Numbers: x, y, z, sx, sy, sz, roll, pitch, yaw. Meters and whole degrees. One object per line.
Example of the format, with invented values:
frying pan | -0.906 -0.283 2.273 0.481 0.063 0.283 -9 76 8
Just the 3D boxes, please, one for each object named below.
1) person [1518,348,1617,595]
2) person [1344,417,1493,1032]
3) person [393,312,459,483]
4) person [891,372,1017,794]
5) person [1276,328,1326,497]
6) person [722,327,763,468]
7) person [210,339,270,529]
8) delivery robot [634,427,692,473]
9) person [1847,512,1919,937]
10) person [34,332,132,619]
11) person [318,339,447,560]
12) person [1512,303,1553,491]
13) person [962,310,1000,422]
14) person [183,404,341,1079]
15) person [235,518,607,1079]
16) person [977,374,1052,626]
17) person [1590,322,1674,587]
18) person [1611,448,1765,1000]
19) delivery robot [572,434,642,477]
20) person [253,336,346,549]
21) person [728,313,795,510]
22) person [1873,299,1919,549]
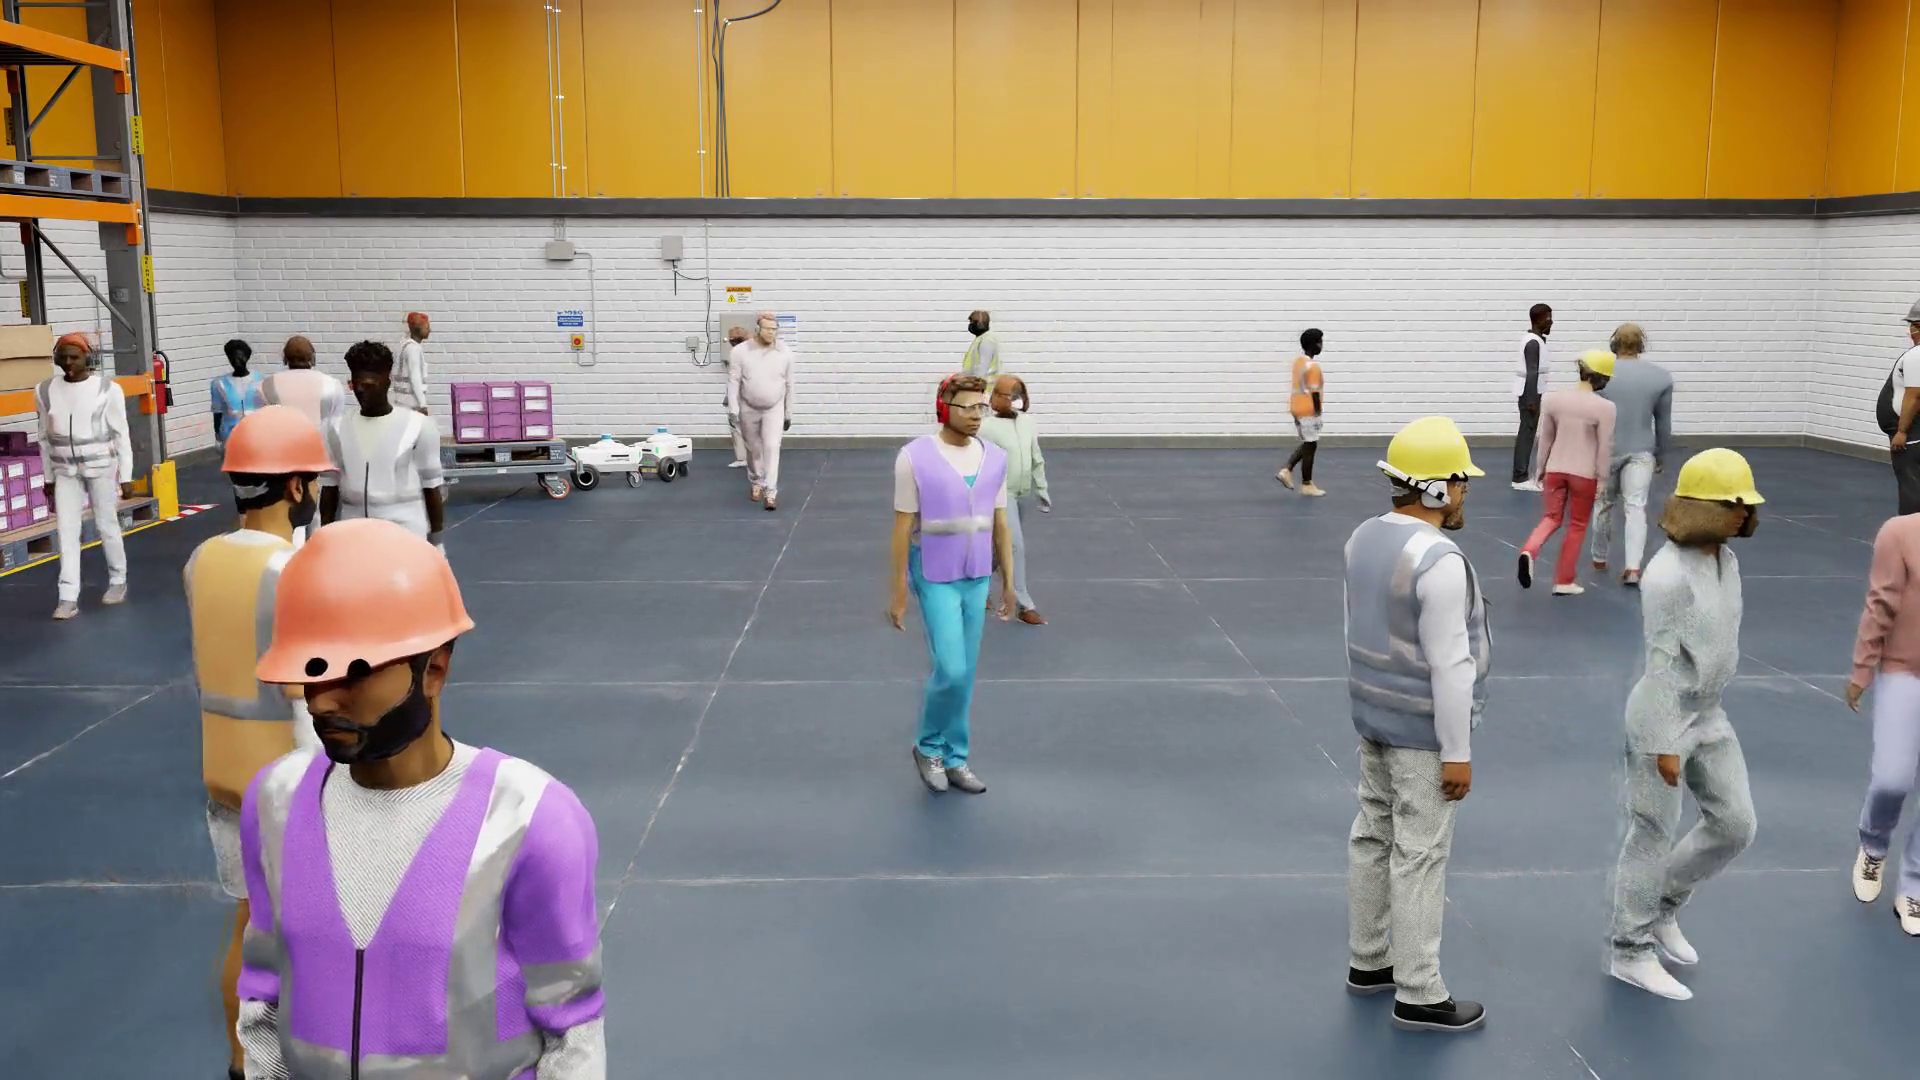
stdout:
person | 4.151 -0.440 11.349 0.591 1.725 0.566 -8 12 -39
person | 1.377 0.545 5.007 0.403 1.833 0.586 -2 10 -15
person | -5.830 -1.454 17.325 1.017 1.836 0.594 -3 10 -16
person | -0.024 0.195 7.147 0.604 1.829 0.457 -8 12 -39
person | 3.435 -1.257 16.480 0.381 1.685 0.555 -1 9 -8
person | -2.468 -1.609 18.881 0.360 1.610 0.563 4 10 22
person | -6.135 -0.894 14.289 0.540 1.676 0.570 -3 10 -18
delivery robot | -3.199 -0.973 17.938 0.477 0.478 0.707 4 10 24
person | 3.323 0.483 5.630 0.549 1.741 0.404 3 10 16
person | -5.796 -0.444 11.027 0.596 1.859 0.814 -1 9 -7
person | -2.869 -0.044 8.335 0.611 1.936 0.938 1 9 5
person | 5.869 -1.471 17.110 0.372 1.916 0.596 3 10 17
person | 0.309 -1.705 18.882 0.882 1.815 0.615 -2 9 -11
person | -1.761 0.605 4.380 0.556 1.920 0.510 5 10 27
person | -0.776 0.927 2.363 0.562 1.935 0.383 2 9 12
person | 0.293 -0.287 10.800 0.809 1.602 0.498 9 13 43
person | 4.810 -0.623 12.037 0.640 1.894 1.034 2 10 14
person | 2.246 0.575 5.147 0.496 1.730 0.393 -7 12 -36
delivery robot | -3.654 -0.858 17.227 0.707 0.478 0.477 -2 9 -15
person | -4.702 -0.559 11.895 0.635 1.801 0.940 -3 10 -19
person | -1.898 -1.245 15.953 0.644 1.853 1.042 -1 9 -6
person | 7.645 -0.920 13.353 0.677 2.000 0.536 -7 12 -37
